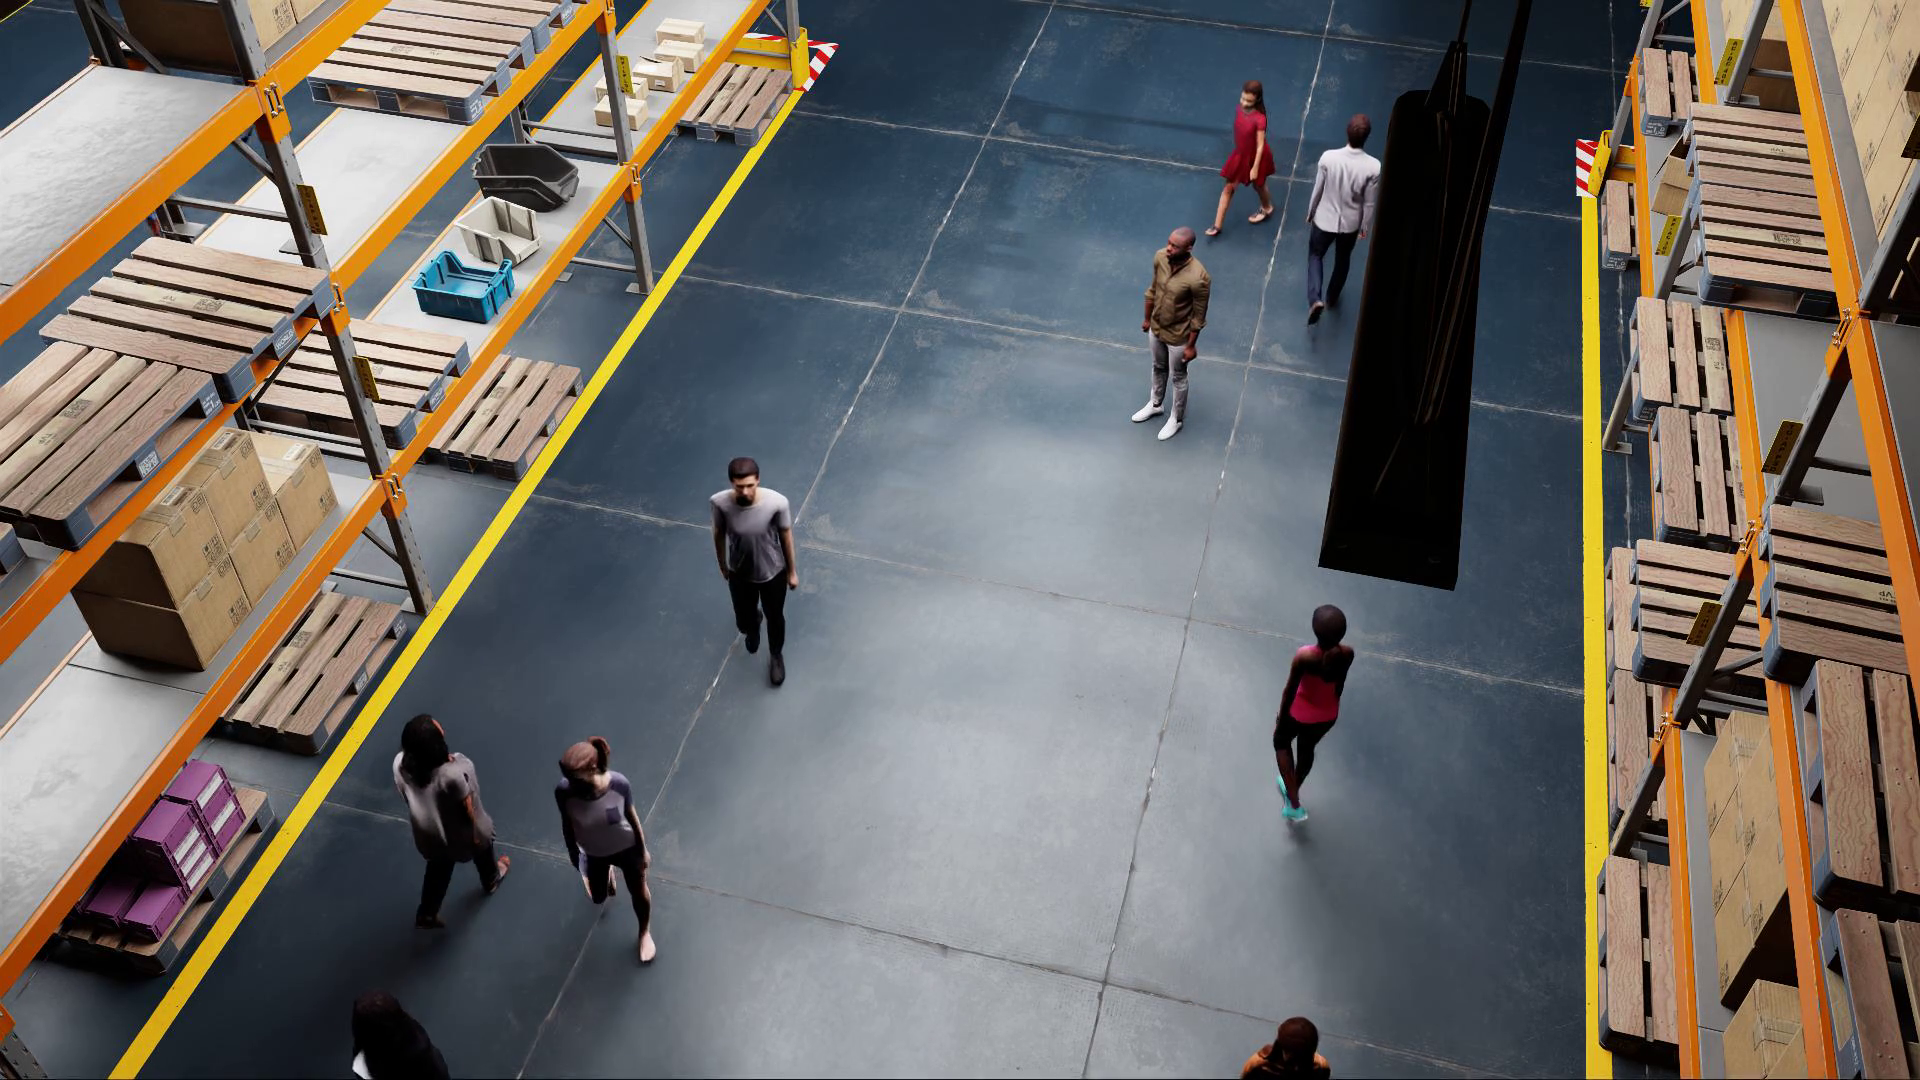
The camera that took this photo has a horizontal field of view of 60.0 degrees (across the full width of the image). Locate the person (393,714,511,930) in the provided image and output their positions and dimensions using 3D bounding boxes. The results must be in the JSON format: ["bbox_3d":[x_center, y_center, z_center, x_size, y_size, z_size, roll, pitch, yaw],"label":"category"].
[{"bbox_3d":[-2.936,1.622,9.398,0.648,1.588,0.933,13,45,13],"label":"person"}]

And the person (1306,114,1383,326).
[{"bbox_3d":[3.090,-2.584,13.638,0.718,1.829,0.990,8,44,9],"label":"person"}]

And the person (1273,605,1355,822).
[{"bbox_3d":[2.105,1.101,9.855,0.705,1.711,0.813,-7,44,-8],"label":"person"}]

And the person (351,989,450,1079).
[{"bbox_3d":[-2.678,2.660,8.296,0.742,1.605,0.737,23,48,23],"label":"person"}]

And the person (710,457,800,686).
[{"bbox_3d":[-1.299,0.131,10.773,0.795,1.851,0.849,-3,44,-3],"label":"person"}]

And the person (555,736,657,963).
[{"bbox_3d":[-1.962,1.634,9.272,0.803,1.745,0.935,-10,45,-10],"label":"person"}]

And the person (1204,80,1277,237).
[{"bbox_3d":[2.617,-3.429,14.756,1.124,1.510,0.935,-27,50,-26],"label":"person"}]

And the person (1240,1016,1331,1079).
[{"bbox_3d":[1.498,2.801,7.982,0.640,1.834,0.604,-1,44,-1],"label":"person"}]

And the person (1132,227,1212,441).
[{"bbox_3d":[1.615,-1.595,12.603,0.815,1.825,0.804,-29,51,-27],"label":"person"}]
